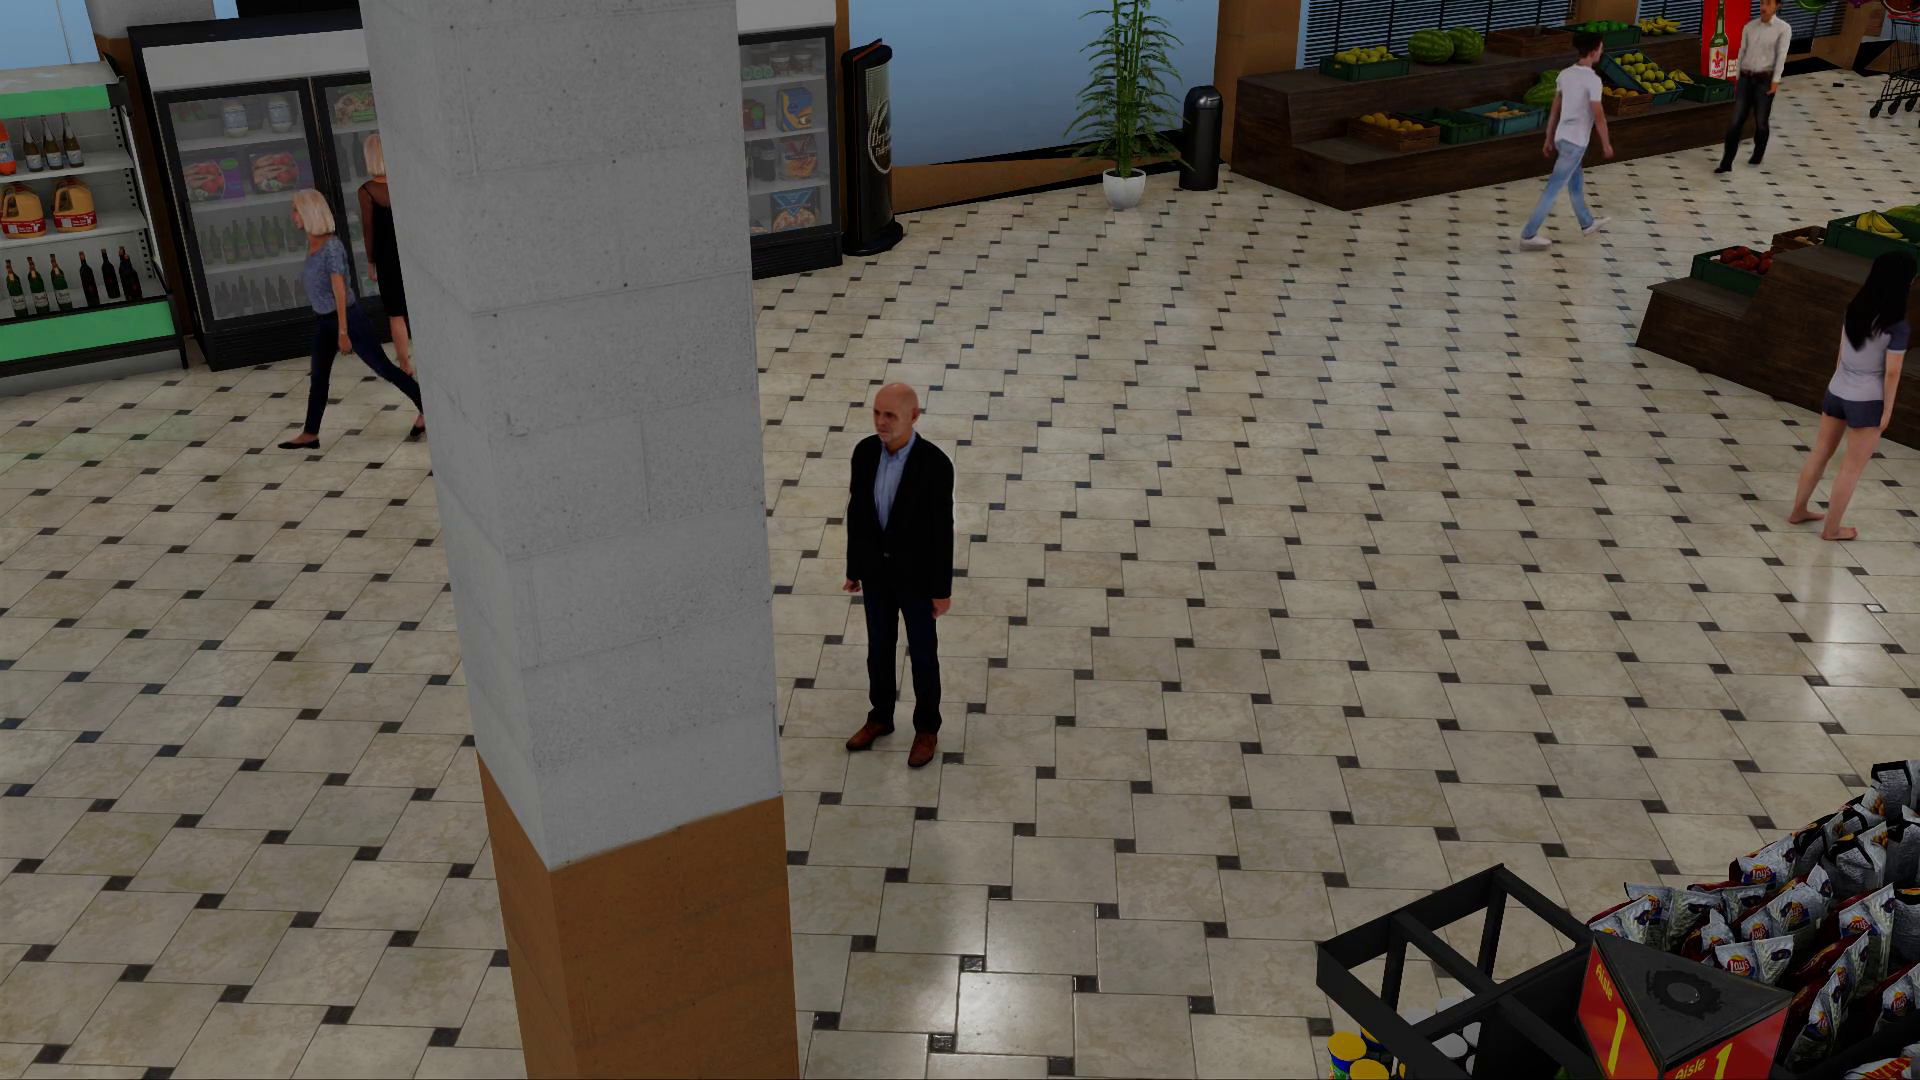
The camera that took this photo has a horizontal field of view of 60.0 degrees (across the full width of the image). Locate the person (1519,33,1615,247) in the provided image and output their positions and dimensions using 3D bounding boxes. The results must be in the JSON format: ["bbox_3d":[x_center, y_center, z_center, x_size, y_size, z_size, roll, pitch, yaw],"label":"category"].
[{"bbox_3d":[5.198,-3.389,14.368,1.251,1.793,0.882,-6,28,-12],"label":"person"}]

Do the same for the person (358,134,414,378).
[{"bbox_3d":[-3.902,-1.951,11.589,0.531,1.742,0.687,-23,35,-38],"label":"person"}]

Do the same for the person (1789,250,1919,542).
[{"bbox_3d":[5.070,-0.818,9.395,0.586,1.706,0.630,-8,28,-15],"label":"person"}]

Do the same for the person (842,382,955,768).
[{"bbox_3d":[-0.265,0.139,7.404,0.770,1.800,0.788,12,29,23],"label":"person"}]

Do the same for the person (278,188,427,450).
[{"bbox_3d":[-3.813,-1.375,10.541,1.264,1.663,0.760,-21,34,-36],"label":"person"}]

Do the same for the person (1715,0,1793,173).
[{"bbox_3d":[8.121,-4.627,16.837,0.920,1.770,1.268,22,34,36],"label":"person"}]
